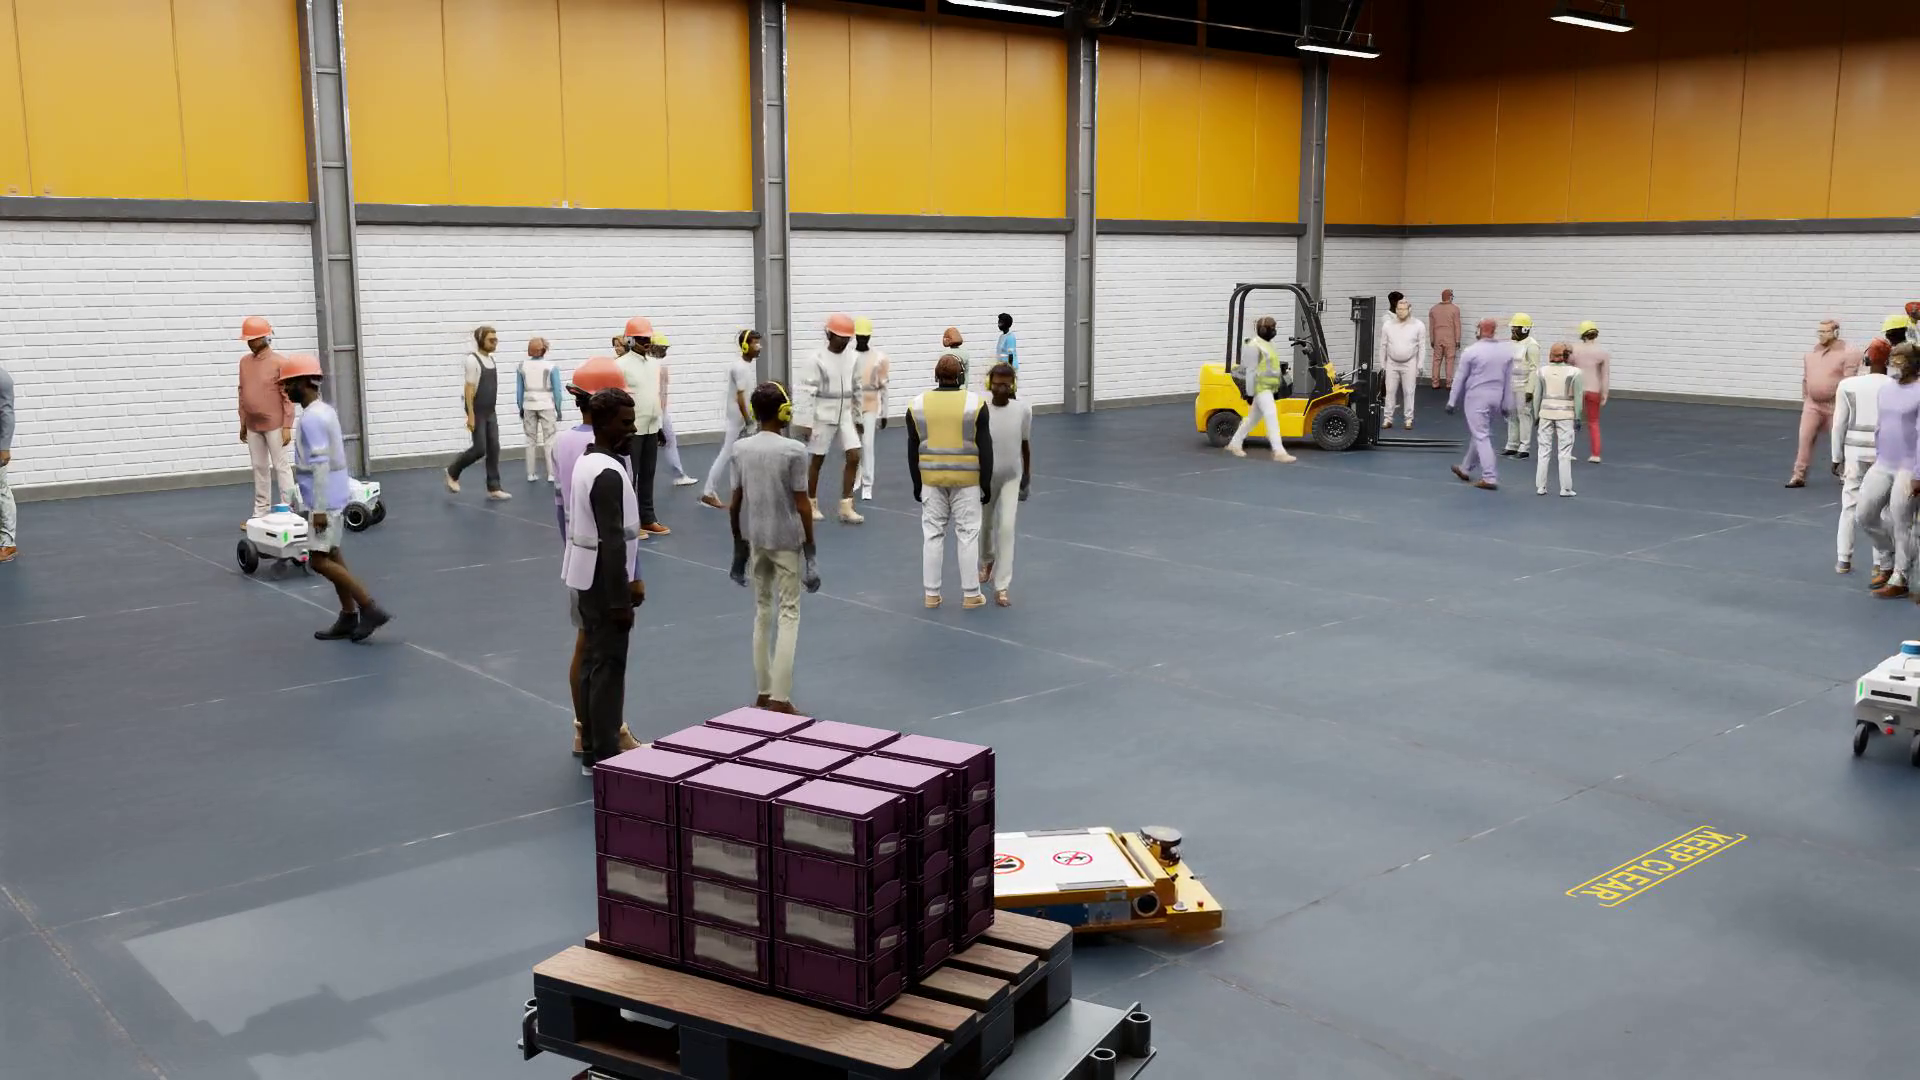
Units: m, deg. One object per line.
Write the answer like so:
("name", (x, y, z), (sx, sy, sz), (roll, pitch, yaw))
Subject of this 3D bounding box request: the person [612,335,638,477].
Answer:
("person", (-3.837, -1.534, 19.097), (0.523, 1.638, 0.310), (5, 11, 29))

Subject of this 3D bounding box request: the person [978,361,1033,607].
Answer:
("person", (0.263, -0.467, 12.458), (0.548, 1.791, 1.077), (0, 10, 1))

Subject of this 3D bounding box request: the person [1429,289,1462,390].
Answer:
("person", (9.219, -3.795, 31.551), (0.640, 1.908, 0.409), (9, 13, 43))

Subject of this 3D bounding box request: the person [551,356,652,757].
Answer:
("person", (-1.773, 0.107, 8.303), (0.608, 2.044, 0.370), (9, 14, 44))

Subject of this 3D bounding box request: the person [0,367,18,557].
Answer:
("person", (-8.168, -0.790, 13.866), (0.629, 1.940, 0.373), (2, 10, 12))

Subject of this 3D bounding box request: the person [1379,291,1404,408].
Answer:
("person", (7.188, -3.167, 27.749), (0.387, 1.953, 0.611), (5, 11, 27))

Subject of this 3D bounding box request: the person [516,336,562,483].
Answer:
("person", (-4.713, -1.457, 18.653), (0.522, 1.637, 0.311), (2, 10, 10))

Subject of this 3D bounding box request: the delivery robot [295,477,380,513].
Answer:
("delivery robot", (-5.790, -0.425, 15.474), (0.707, 0.478, 0.477), (0, 9, -1))

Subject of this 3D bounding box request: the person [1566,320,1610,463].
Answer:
("person", (7.678, -1.814, 20.392), (0.520, 1.748, 0.394), (2, 10, 11))

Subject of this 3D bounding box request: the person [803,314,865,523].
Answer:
("person", (-1.171, -1.140, 15.755), (0.756, 1.983, 0.859), (-7, 12, -37))

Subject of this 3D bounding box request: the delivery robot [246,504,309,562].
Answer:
("delivery robot", (-5.392, -0.046, 13.276), (0.707, 0.478, 0.477), (9, 13, 42))

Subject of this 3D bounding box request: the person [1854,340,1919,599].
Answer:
("person", (6.925, -0.506, 12.266), (0.423, 1.920, 0.633), (-2, 10, -13))

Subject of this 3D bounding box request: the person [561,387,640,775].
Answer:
("person", (-1.697, 0.230, 7.964), (0.399, 1.915, 0.589), (-4, 10, -21))

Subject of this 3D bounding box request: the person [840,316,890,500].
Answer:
("person", (-1.046, -1.396, 17.494), (0.628, 1.910, 0.657), (1, 10, 7))

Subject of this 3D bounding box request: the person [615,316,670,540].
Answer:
("person", (-2.878, -1.009, 14.982), (0.375, 1.995, 0.609), (5, 11, 28))

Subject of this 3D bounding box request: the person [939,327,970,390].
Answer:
("person", (-0.081, -1.879, 21.128), (0.288, 1.634, 0.499), (9, 13, 44))

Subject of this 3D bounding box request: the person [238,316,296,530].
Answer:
("person", (-6.402, -1.062, 15.314), (0.611, 1.986, 0.393), (4, 10, 21))

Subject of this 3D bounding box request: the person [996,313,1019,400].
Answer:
("person", (0.705, -2.558, 24.946), (0.321, 1.690, 0.536), (-3, 10, -15))

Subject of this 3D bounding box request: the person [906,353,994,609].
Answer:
("person", (-0.063, -0.417, 11.965), (0.627, 1.844, 0.429), (2, 10, 12))

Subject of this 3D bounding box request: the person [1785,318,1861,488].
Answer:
("person", (9.539, -1.504, 18.265), (0.945, 1.868, 0.642), (-7, 12, -34))

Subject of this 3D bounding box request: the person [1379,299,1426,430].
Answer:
("person", (6.459, -2.564, 24.345), (0.651, 1.906, 0.403), (4, 11, 23))

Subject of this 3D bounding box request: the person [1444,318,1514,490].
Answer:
("person", (5.700, -1.514, 18.351), (0.643, 1.857, 0.988), (-4, 11, -23))

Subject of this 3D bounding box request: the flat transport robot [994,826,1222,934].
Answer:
("flat transport robot", (0.218, 1.322, 6.371), (1.431, 0.197, 0.652), (-2, 10, -9))

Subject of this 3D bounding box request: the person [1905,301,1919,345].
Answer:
("person", (13.661, -2.485, 23.947), (0.355, 1.884, 0.575), (8, 12, 38))

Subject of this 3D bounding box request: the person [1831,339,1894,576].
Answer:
("person", (7.246, -0.653, 13.217), (0.584, 1.883, 0.346), (7, 12, 35))

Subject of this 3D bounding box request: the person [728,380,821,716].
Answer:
("person", (-1.035, 0.064, 9.185), (0.552, 1.876, 0.535), (5, 11, 26))

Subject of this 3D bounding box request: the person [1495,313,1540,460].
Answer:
("person", (6.970, -1.912, 20.741), (0.404, 1.834, 0.591), (-2, 10, -10))

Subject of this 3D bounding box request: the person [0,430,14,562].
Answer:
("person", (-8.079, -0.629, 13.848), (0.293, 1.623, 0.504), (-5, 11, -29))

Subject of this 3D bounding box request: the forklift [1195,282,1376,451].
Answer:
("forklift", (4.328, -2.346, 22.227), (2.313, 2.155, 1.214), (3, 10, 16))

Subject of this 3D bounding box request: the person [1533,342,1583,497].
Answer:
("person", (6.301, -1.269, 17.554), (0.514, 1.636, 0.314), (8, 12, 39))

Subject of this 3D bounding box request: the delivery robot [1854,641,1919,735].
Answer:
("delivery robot", (4.881, 0.762, 8.549), (0.477, 0.478, 0.707), (9, 13, 42))

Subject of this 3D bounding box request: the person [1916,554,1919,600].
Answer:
("person", (5.265, 0.126, 8.668), (0.547, 1.896, 1.014), (-3, 10, -19))

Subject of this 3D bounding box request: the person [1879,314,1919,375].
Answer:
("person", (10.301, -1.530, 18.309), (0.563, 1.897, 0.603), (-1, 10, -8))

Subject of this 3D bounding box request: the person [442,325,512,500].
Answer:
("person", (-5.028, -1.313, 17.248), (0.655, 1.828, 0.539), (3, 10, 17))

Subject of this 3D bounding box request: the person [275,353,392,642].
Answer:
("person", (-4.119, -0.267, 10.901), (0.641, 1.903, 0.588), (-2, 10, -12))

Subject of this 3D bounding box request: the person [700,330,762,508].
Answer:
("person", (-2.160, -1.189, 16.628), (1.043, 1.814, 0.534), (2, 10, 14))

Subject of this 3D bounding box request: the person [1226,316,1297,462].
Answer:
("person", (3.764, -1.893, 20.768), (0.973, 1.801, 0.628), (5, 11, 29))

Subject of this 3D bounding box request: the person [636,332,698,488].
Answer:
("person", (-3.368, -1.417, 18.195), (0.929, 1.715, 0.537), (-9, 13, -43))
